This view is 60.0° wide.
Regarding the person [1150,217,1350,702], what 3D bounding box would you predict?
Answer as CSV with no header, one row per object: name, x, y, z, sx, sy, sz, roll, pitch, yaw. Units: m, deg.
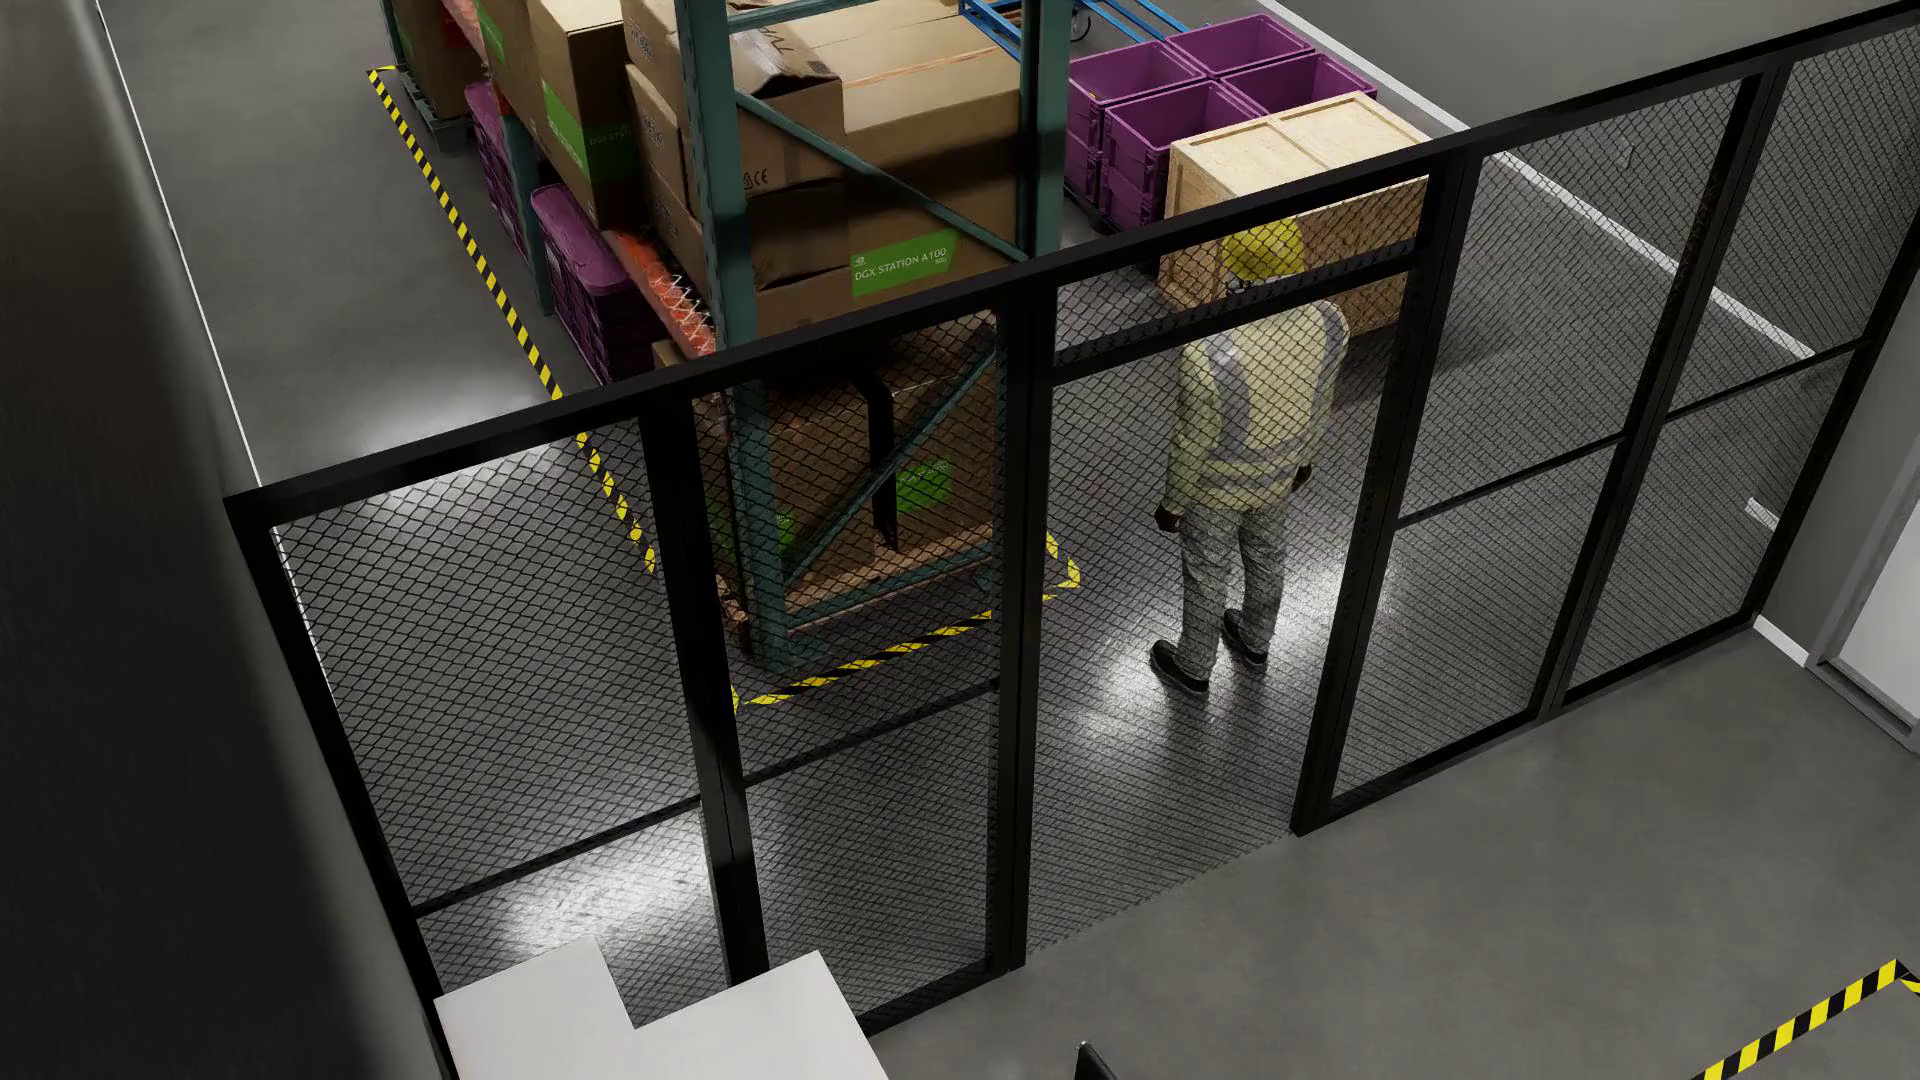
person,0.879,-0.237,5.283,0.600,1.829,0.404,-20,46,-20
